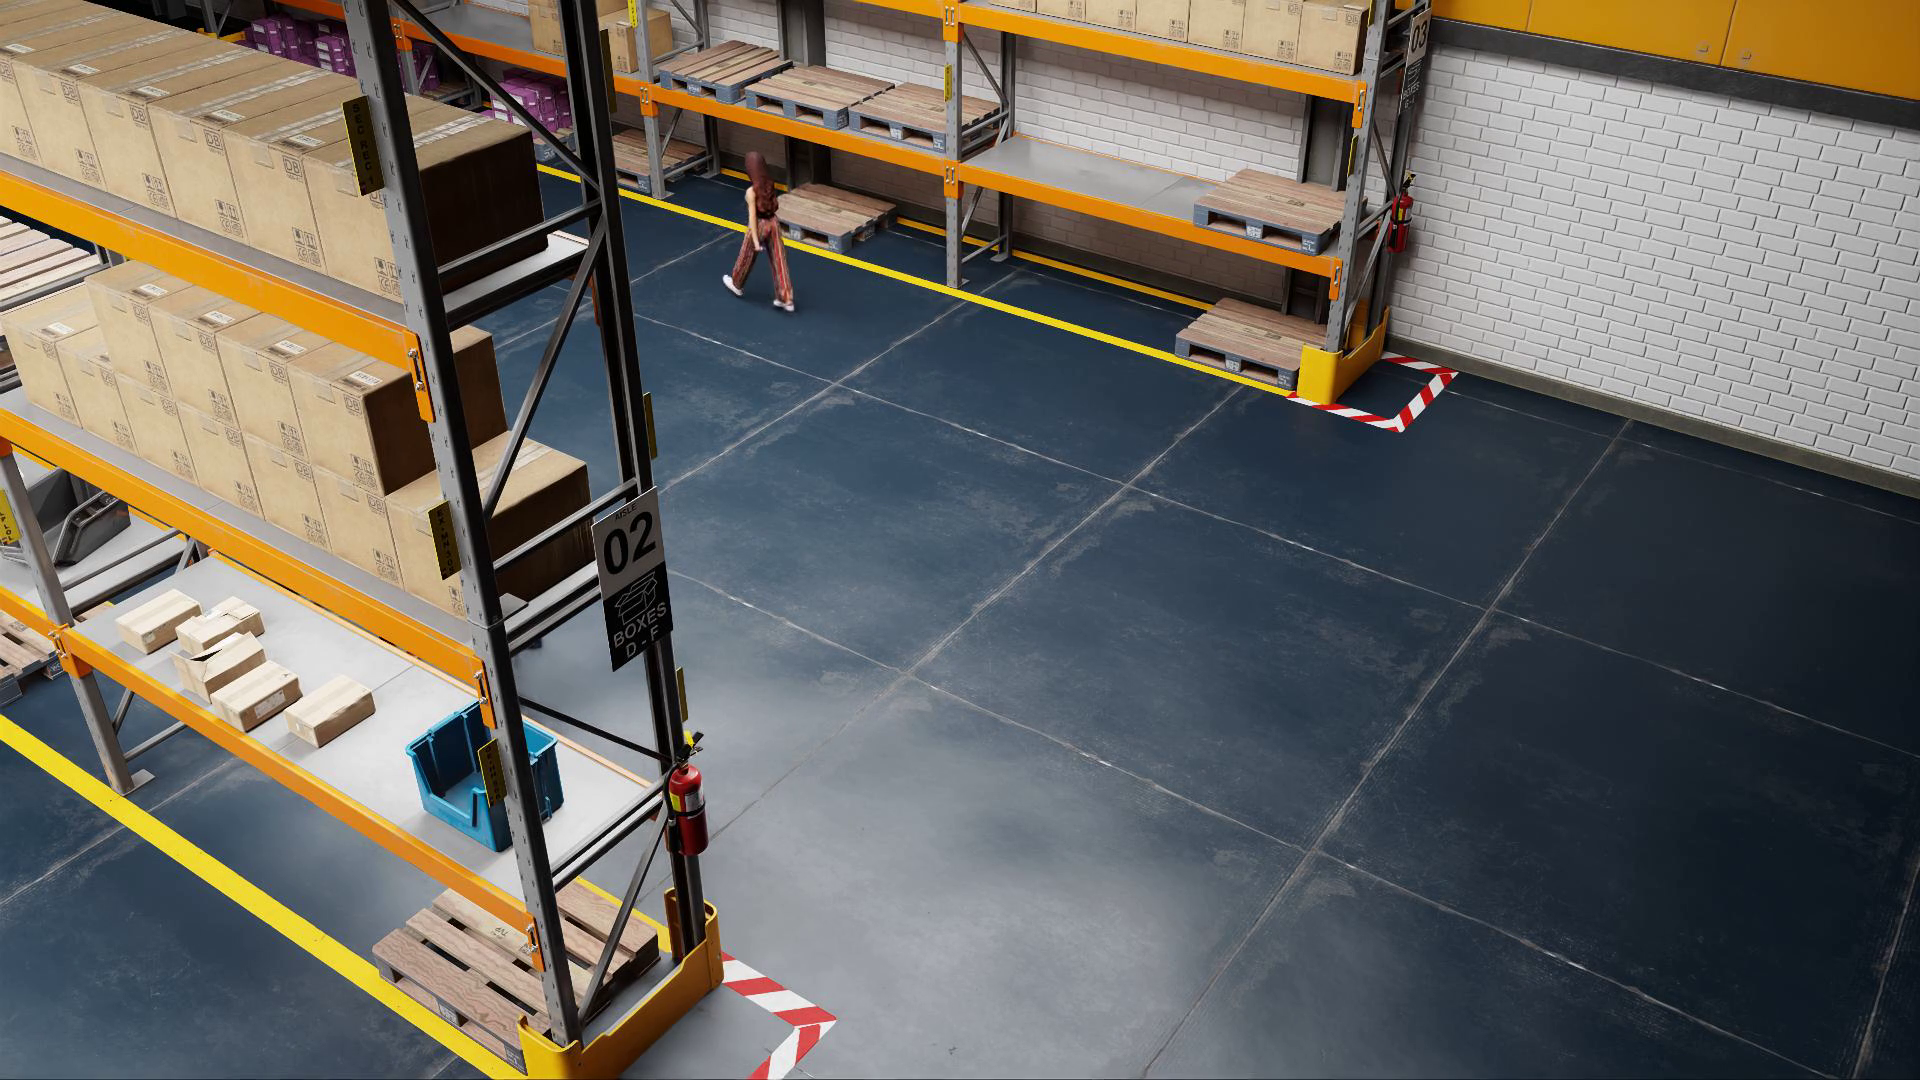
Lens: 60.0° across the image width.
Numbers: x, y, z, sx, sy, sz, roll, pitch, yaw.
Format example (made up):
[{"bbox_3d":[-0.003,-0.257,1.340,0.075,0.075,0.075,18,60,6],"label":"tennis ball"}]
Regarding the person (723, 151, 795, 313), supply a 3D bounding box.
[{"bbox_3d":[-1.783,-2.880,15.690,1.071,1.513,0.586,24,40,31],"label":"person"}]
